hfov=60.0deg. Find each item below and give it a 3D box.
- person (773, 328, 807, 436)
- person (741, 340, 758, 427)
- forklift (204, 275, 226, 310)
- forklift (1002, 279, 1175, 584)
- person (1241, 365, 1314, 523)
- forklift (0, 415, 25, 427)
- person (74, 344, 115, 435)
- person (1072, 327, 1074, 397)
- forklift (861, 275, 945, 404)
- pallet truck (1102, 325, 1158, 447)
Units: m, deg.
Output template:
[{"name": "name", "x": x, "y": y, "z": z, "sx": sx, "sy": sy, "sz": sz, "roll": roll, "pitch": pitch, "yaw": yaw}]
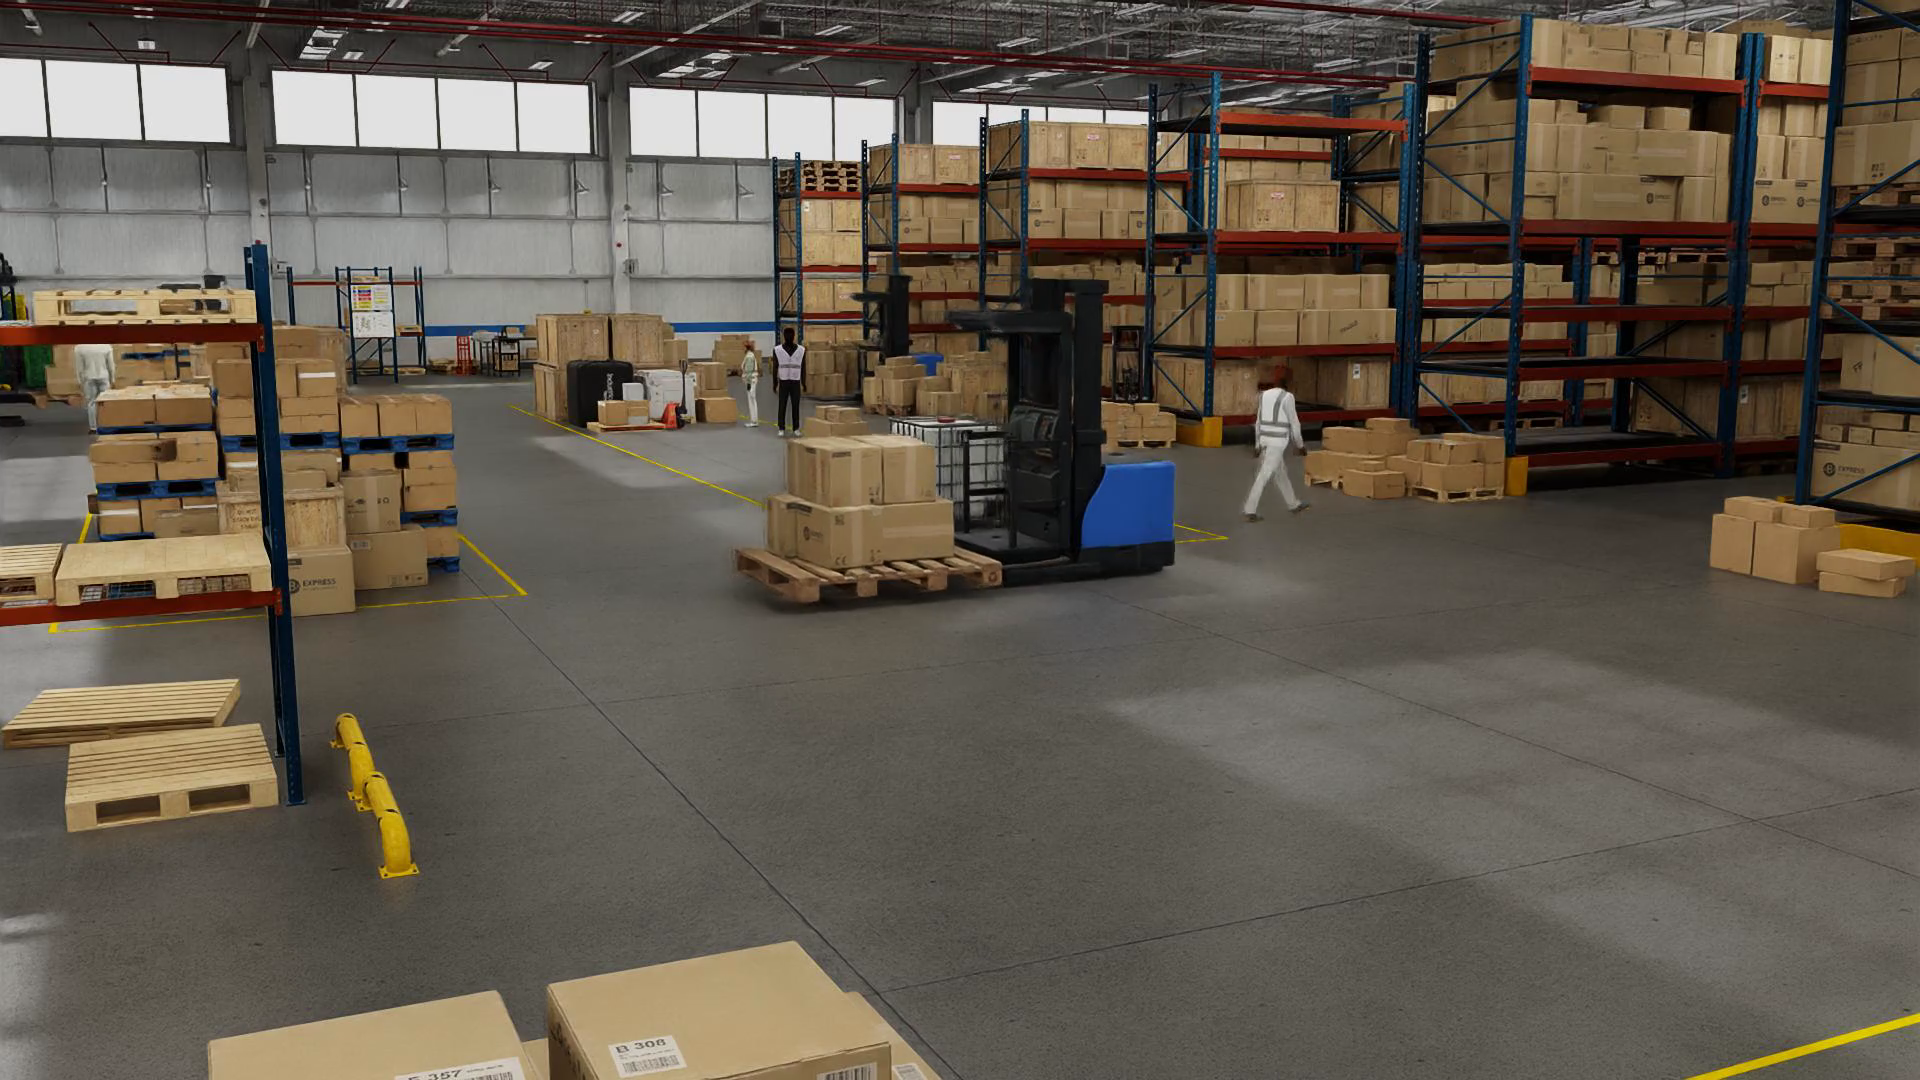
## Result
[{"name": "person", "x": -3.013, "y": -2.792, "z": 29.392, "sx": 0.597, "sy": 1.915, "sz": 0.369, "roll": -2, "pitch": 9, "yaw": -13}, {"name": "person", "x": -3.932, "y": -2.928, "z": 31.118, "sx": 0.312, "sy": 1.631, "sz": 0.515, "roll": -1, "pitch": 9, "yaw": -7}, {"name": "forklift", "x": -16.467, "y": -4.479, "z": 36.873, "sx": 1.873, "sy": 2.768, "sz": 1.129, "roll": -4, "pitch": 10, "yaw": -25}, {"name": "forklift", "x": 1.038, "y": -1.095, "z": 15.881, "sx": 1.873, "sy": 2.768, "sz": 1.129, "roll": -4, "pitch": 10, "yaw": -25}, {"name": "person", "x": 3.695, "y": -1.113, "z": 19.255, "sx": 1.052, "sy": 1.823, "sz": 0.579, "roll": -4, "pitch": 10, "yaw": -23}, {"name": "forklift", "x": -18.410, "y": -3.458, "z": 30.544, "sx": 1.873, "sy": 2.768, "sz": 1.129, "roll": -6, "pitch": 11, "yaw": -32}, {"name": "person", "x": -15.369, "y": -2.835, "z": 29.586, "sx": 0.627, "sy": 1.940, "sz": 0.370, "roll": -6, "pitch": 11, "yaw": -31}, {"name": "person", "x": 2.119, "y": -3.198, "z": 32.144, "sx": 0.429, "sy": 1.843, "sz": 0.633, "roll": 4, "pitch": 10, "yaw": 24}, {"name": "forklift", "x": -1.321, "y": -4.433, "z": 36.590, "sx": 1.873, "sy": 2.768, "sz": 1.129, "roll": -2, "pitch": 9, "yaw": -11}, {"name": "pallet truck", "x": 2.881, "y": -2.596, "z": 27.923, "sx": 0.823, "sy": 1.965, "sz": 1.885, "roll": -1, "pitch": 9, "yaw": -7}]
